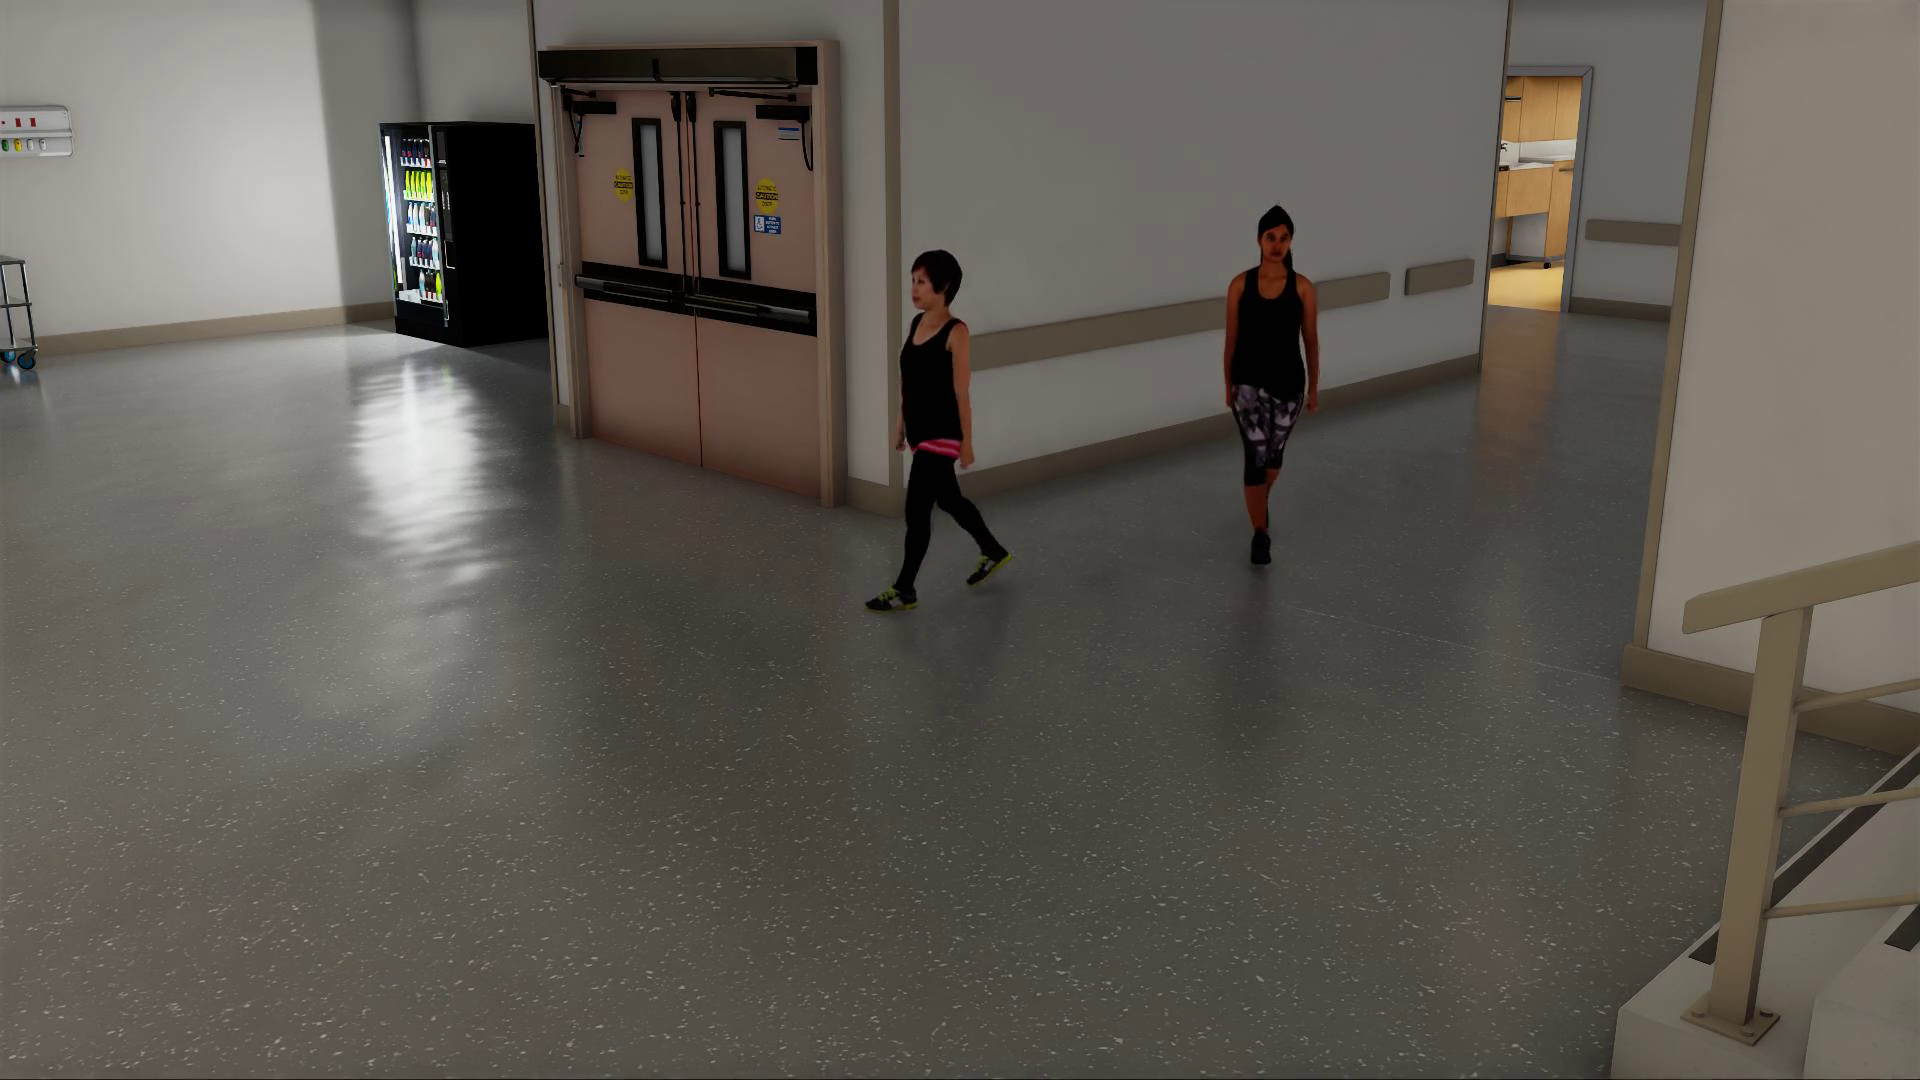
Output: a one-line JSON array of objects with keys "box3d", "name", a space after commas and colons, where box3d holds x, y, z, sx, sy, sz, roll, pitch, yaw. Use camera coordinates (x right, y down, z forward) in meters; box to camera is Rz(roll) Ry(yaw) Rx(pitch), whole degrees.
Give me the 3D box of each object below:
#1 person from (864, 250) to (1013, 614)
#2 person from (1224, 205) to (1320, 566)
[{"box3d": [-0.044, -0.463, 7.173, 0.782, 1.520, 1.016, -9, 18, -29], "name": "person"}, {"box3d": [1.479, -0.748, 7.991, 1.098, 1.624, 1.098, 1, 16, 5], "name": "person"}]
